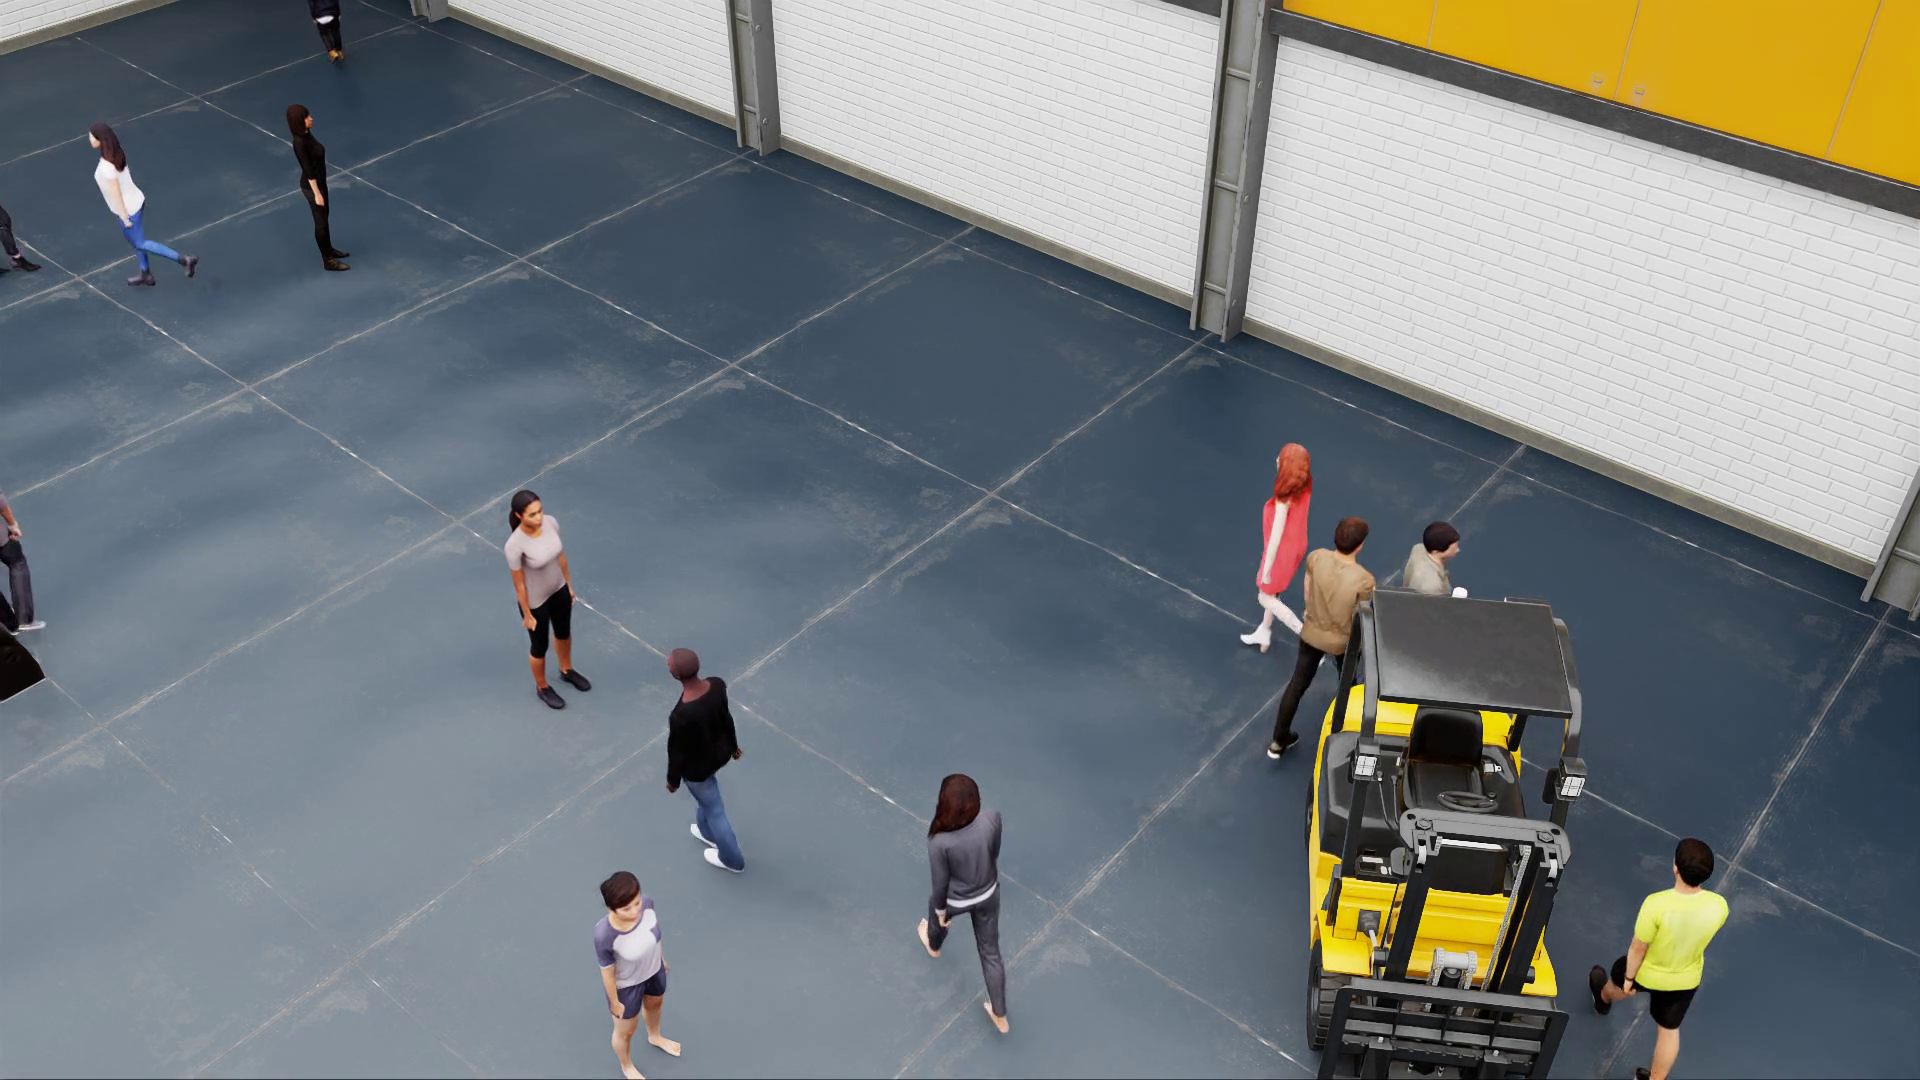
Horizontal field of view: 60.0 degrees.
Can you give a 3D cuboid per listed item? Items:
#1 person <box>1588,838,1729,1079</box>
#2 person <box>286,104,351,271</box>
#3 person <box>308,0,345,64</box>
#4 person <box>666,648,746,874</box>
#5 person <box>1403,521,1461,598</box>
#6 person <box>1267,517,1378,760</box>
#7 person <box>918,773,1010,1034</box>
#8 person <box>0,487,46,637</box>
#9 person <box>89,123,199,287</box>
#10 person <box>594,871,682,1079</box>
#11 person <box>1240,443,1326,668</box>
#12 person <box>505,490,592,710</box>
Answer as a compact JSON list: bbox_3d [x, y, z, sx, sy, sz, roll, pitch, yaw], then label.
[{"bbox_3d":[3.736,2.315,8.745,1.143,1.657,1.085,4,39,5],"label":"person"},{"bbox_3d":[-6.169,-3.379,15.886,0.716,1.642,0.628,-8,39,-10],"label":"person"},{"bbox_3d":[-7.578,-6.301,19.885,0.638,1.217,0.759,-19,42,-22],"label":"person"},{"bbox_3d":[-1.444,1.351,9.893,0.764,1.730,0.688,19,43,23],"label":"person"},{"bbox_3d":[2.848,0.617,10.719,0.889,1.846,0.851,2,39,3],"label":"person"},{"bbox_3d":[2.310,0.668,10.694,1.159,1.798,0.728,27,46,30],"label":"person"},{"bbox_3d":[0.087,1.988,9.100,0.972,1.725,1.224,-15,41,-18],"label":"person"},{"bbox_3d":[-6.826,-0.020,11.526,0.846,1.834,0.889,-14,41,-16],"label":"person"},{"bbox_3d":[-7.635,-3.071,15.487,1.039,1.659,1.005,-4,39,-6],"label":"person"},{"bbox_3d":[-1.728,2.299,8.838,0.539,1.565,0.579,24,44,27],"label":"person"},{"bbox_3d":[2.277,0.152,11.331,0.971,1.809,0.648,24,45,27],"label":"person"},{"bbox_3d":[-2.784,0.370,11.109,0.560,1.745,0.611,22,44,25],"label":"person"}]
